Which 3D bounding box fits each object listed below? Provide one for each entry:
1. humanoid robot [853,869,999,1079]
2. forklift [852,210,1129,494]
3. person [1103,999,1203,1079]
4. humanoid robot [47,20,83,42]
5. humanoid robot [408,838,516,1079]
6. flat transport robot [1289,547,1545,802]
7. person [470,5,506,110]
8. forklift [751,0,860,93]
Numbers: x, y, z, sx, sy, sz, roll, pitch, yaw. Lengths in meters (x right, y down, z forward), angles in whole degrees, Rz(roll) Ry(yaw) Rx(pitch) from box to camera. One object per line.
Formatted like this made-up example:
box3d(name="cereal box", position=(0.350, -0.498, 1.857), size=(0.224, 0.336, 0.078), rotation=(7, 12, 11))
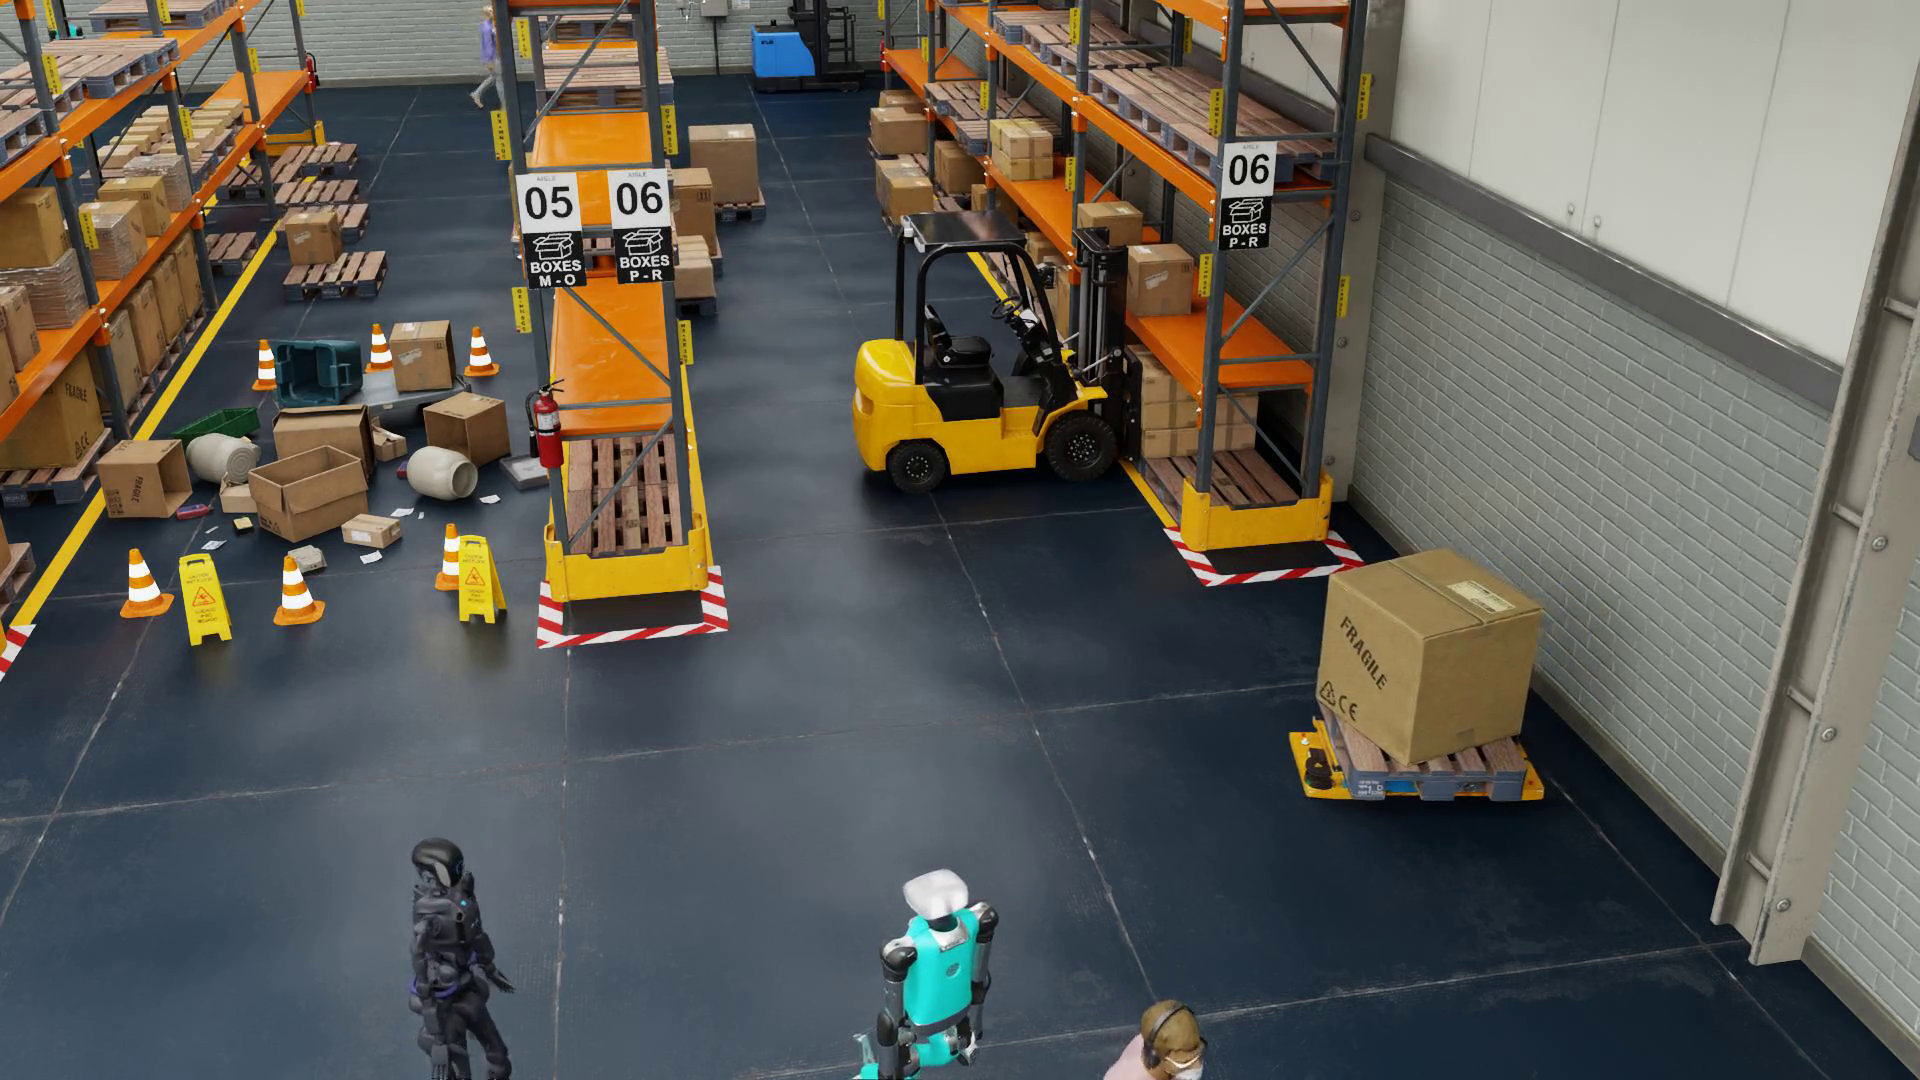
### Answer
box3d(name="humanoid robot", position=(-0.219, 2.058, 7.087), size=(0.533, 1.737, 0.710), rotation=(-17, 30, -31))
box3d(name="forklift", position=(0.216, -1.659, 14.366), size=(2.313, 2.155, 1.214), rotation=(-5, 26, -10))
box3d(name="person", position=(0.689, 2.431, 6.188), size=(0.686, 1.901, 0.634), rotation=(13, 29, 25))
box3d(name="humanoid robot", position=(-14.981, -7.933, 27.975), size=(0.532, 1.738, 1.031), rotation=(-21, 33, -37))
box3d(name="humanoid robot", position=(-2.179, 2.020, 7.286), size=(0.365, 1.641, 0.599), rotation=(4, 26, 9))
box3d(name="flat transport robot", position=(2.812, 1.354, 10.309), size=(1.431, 0.231, 0.659), rotation=(0, 26, 1))
box3d(name="person", position=(-8.119, -8.303, 28.681), size=(0.726, 1.781, 0.593), rotation=(-6, 26, -13))
box3d(name="forklift", position=(-2.872, -9.679, 30.288), size=(1.873, 2.768, 1.129), rotation=(-5, 26, -10))
